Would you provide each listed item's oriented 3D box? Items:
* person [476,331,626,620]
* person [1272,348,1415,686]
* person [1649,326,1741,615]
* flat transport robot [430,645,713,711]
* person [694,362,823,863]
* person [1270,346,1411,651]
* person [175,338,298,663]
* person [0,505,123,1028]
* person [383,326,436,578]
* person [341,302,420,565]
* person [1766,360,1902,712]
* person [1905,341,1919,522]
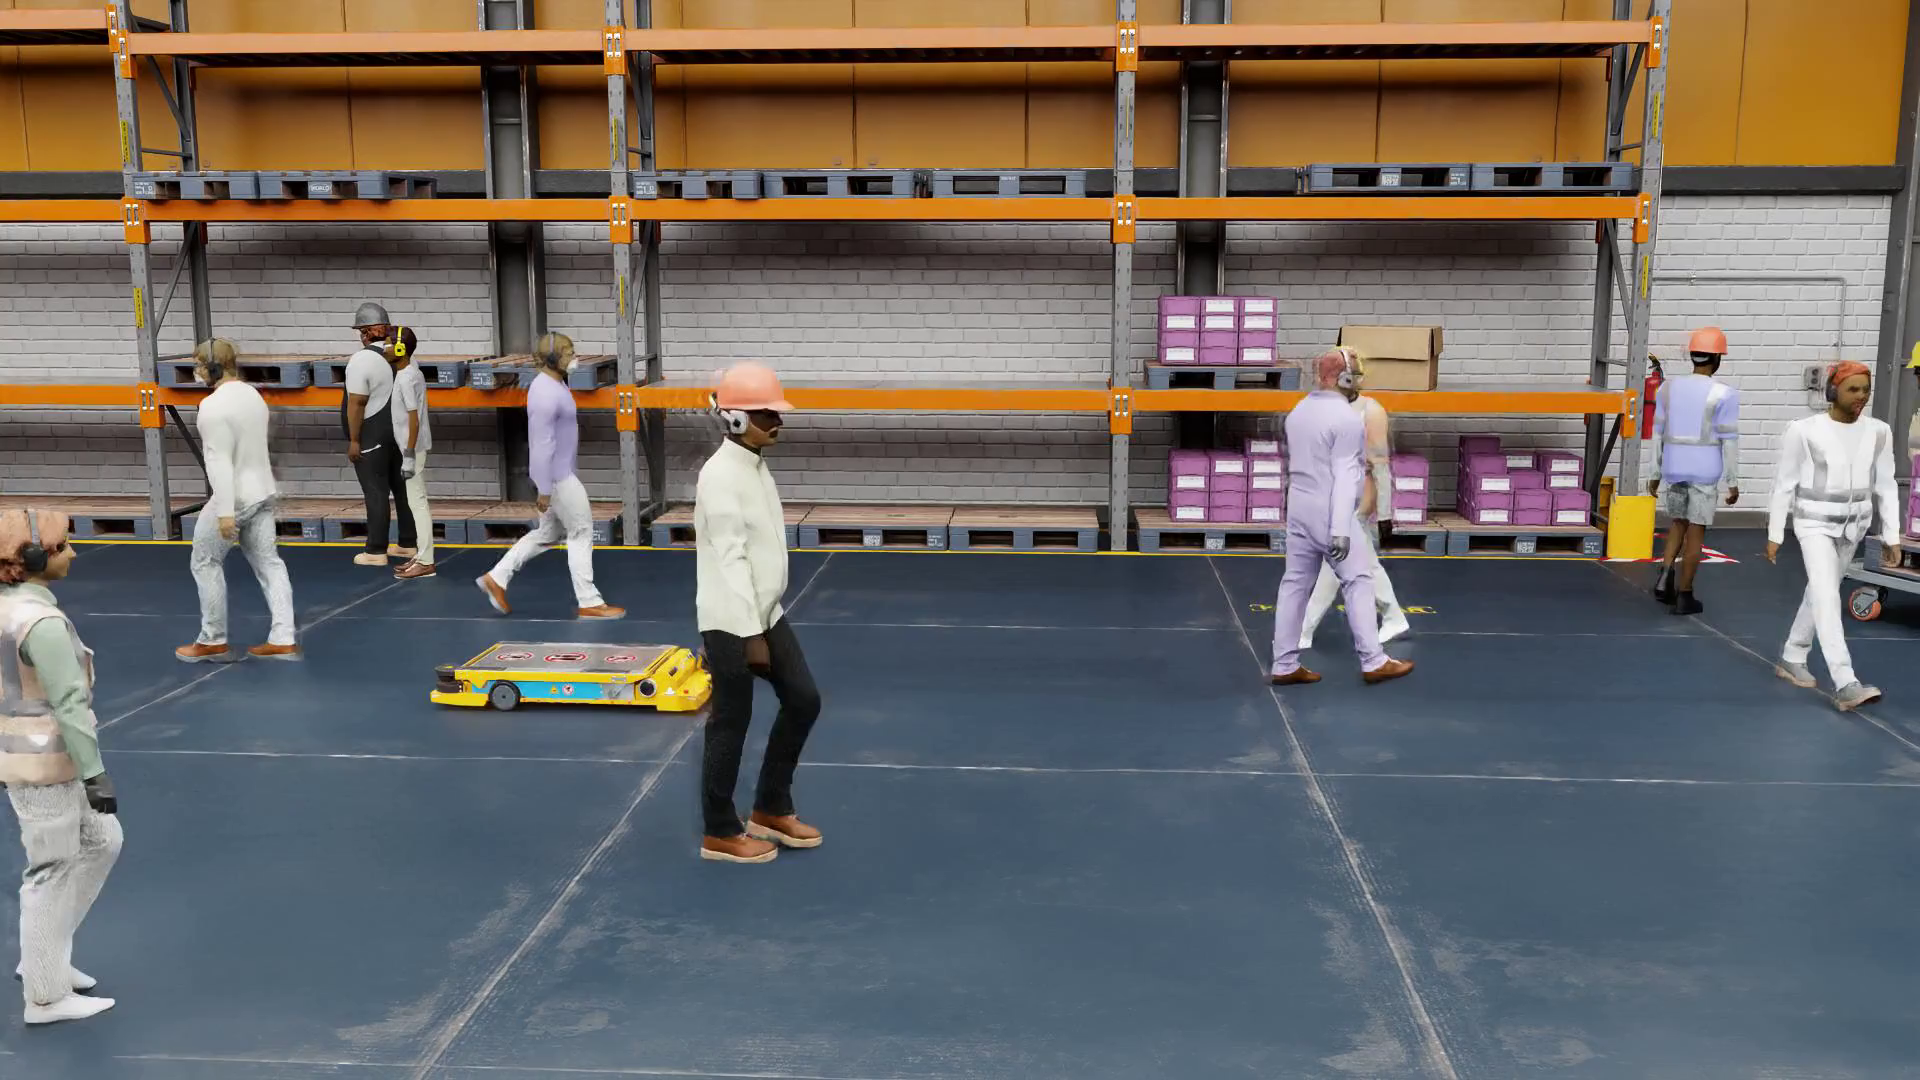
[{"bbox_3d":[-2.700,-0.407,10.823,0.903,1.909,0.631,-2,10,-12],"label":"person"},{"bbox_3d":[2.137,-0.118,9.215,0.900,1.866,0.673,-4,10,-20],"label":"person"},{"bbox_3d":[4.879,-0.449,11.023,0.404,1.919,0.569,-7,12,-36],"label":"person"},{"bbox_3d":[-2.038,0.726,8.966,1.431,0.197,0.652,1,10,5],"label":"flat transport robot"},{"bbox_3d":[-0.769,0.307,6.442,0.608,1.974,0.623,2,10,14],"label":"person"},{"bbox_3d":[2.364,-0.242,10.029,0.986,1.857,0.599,-3,10,-17],"label":"person"},{"bbox_3d":[-4.301,-0.216,9.690,0.828,1.902,0.666,1,10,5],"label":"person"},{"bbox_3d":[-2.783,0.706,5.131,0.386,1.626,0.519,-7,12,-35],"label":"person"},{"bbox_3d":[-4.090,-0.649,12.335,0.336,1.873,0.521,-2,10,-14],"label":"person"},{"bbox_3d":[-4.531,-0.836,12.936,0.535,2.000,0.679,4,10,22],"label":"person"},{"bbox_3d":[4.691,-0.035,8.877,0.601,1.820,1.025,-1,10,-5],"label":"person"},{"bbox_3d":[6.869,-0.509,11.738,0.470,1.797,0.615,4,11,23],"label":"person"}]
